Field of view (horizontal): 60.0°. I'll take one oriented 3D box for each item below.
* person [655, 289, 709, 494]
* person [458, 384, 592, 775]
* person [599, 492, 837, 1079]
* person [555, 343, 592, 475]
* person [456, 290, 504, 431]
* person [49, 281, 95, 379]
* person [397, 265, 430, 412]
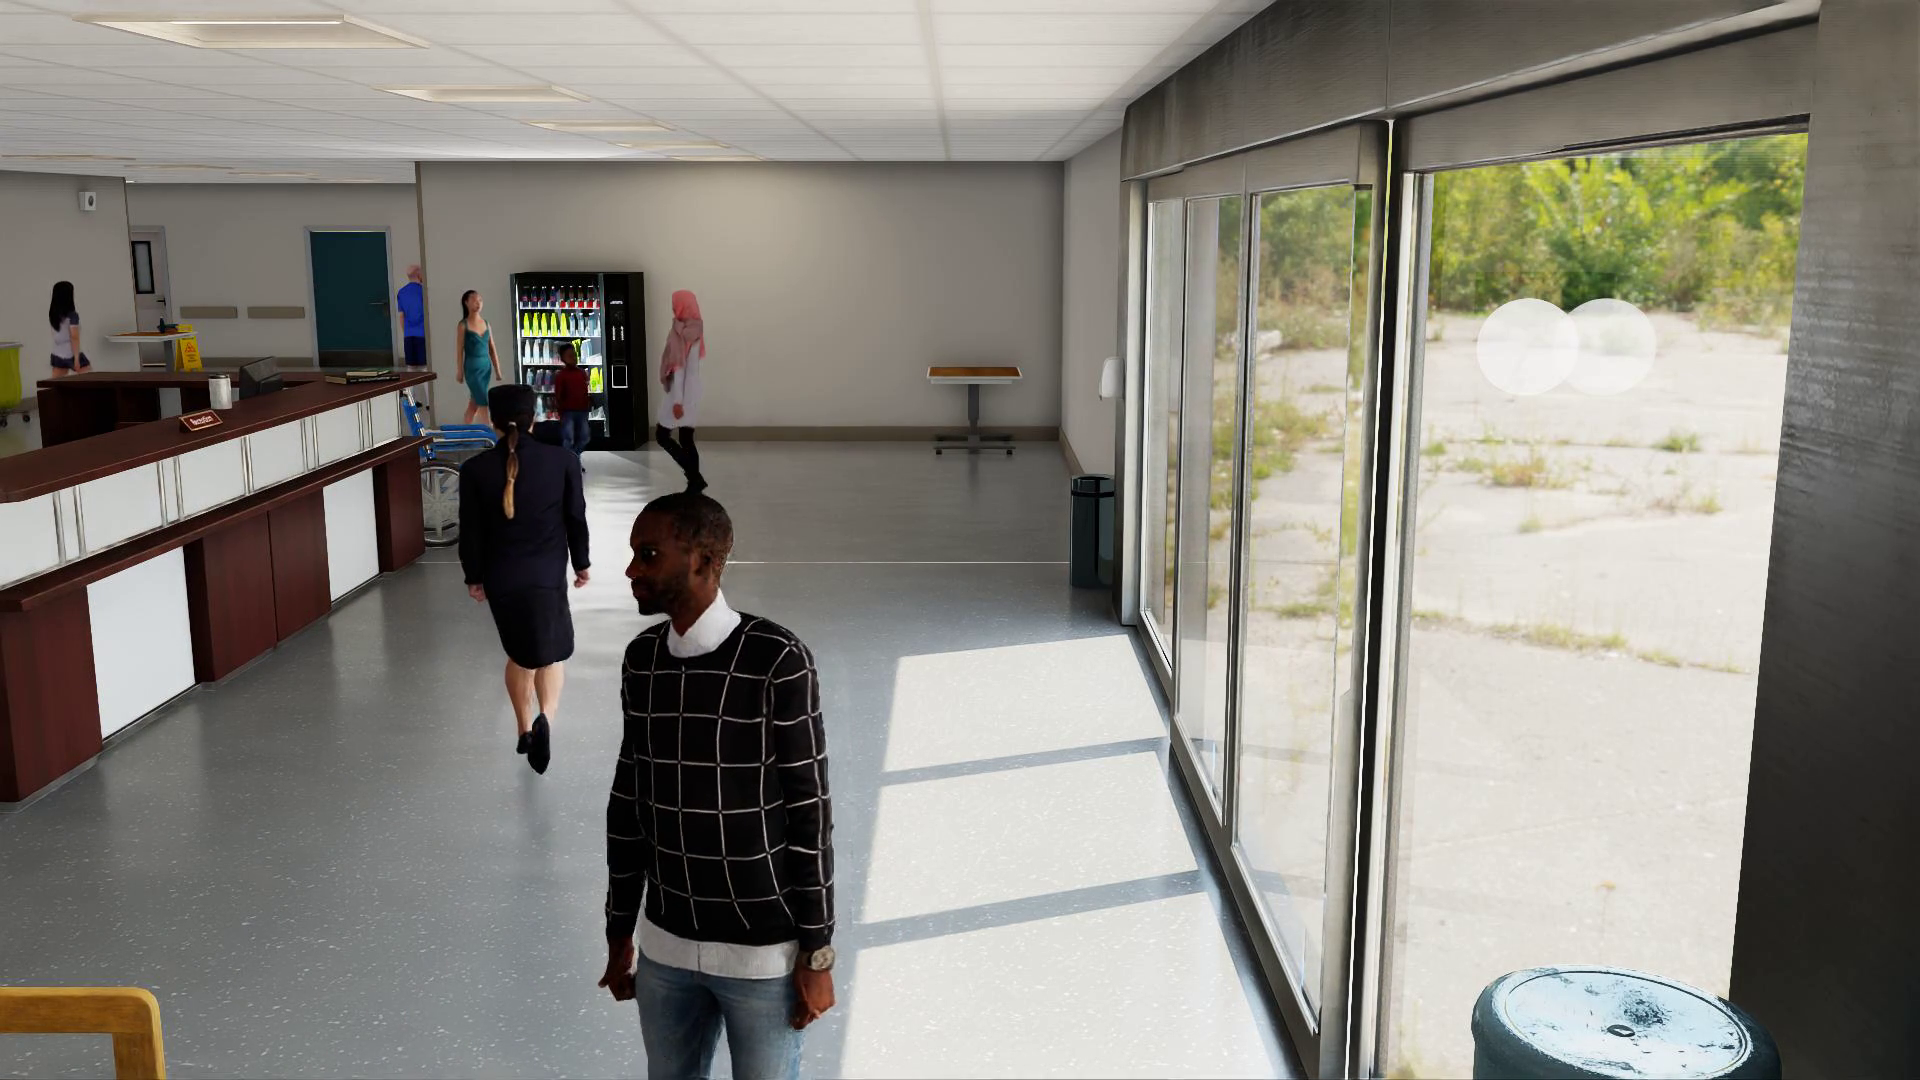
[{"bbox_3d":[-2.204,-1.163,13.798,0.740,1.792,0.721,3,11,16],"label":"person"},{"bbox_3d":[-1.814,0.198,7.000,0.954,1.652,0.856,-2,11,-11],"label":"person"},{"bbox_3d":[-0.457,0.792,3.423,0.758,1.819,0.877,4,12,21],"label":"person"},{"bbox_3d":[-3.629,-1.196,15.433,0.700,1.247,0.640,10,14,42],"label":"person"},{"bbox_3d":[-4.909,-1.647,16.748,1.085,1.643,0.932,8,13,35],"label":"person"},{"bbox_3d":[-10.155,-2.046,18.799,1.115,1.661,0.954,5,12,23],"label":"person"},{"bbox_3d":[-6.866,-2.575,21.102,0.639,1.842,0.800,4,11,19],"label":"person"}]
